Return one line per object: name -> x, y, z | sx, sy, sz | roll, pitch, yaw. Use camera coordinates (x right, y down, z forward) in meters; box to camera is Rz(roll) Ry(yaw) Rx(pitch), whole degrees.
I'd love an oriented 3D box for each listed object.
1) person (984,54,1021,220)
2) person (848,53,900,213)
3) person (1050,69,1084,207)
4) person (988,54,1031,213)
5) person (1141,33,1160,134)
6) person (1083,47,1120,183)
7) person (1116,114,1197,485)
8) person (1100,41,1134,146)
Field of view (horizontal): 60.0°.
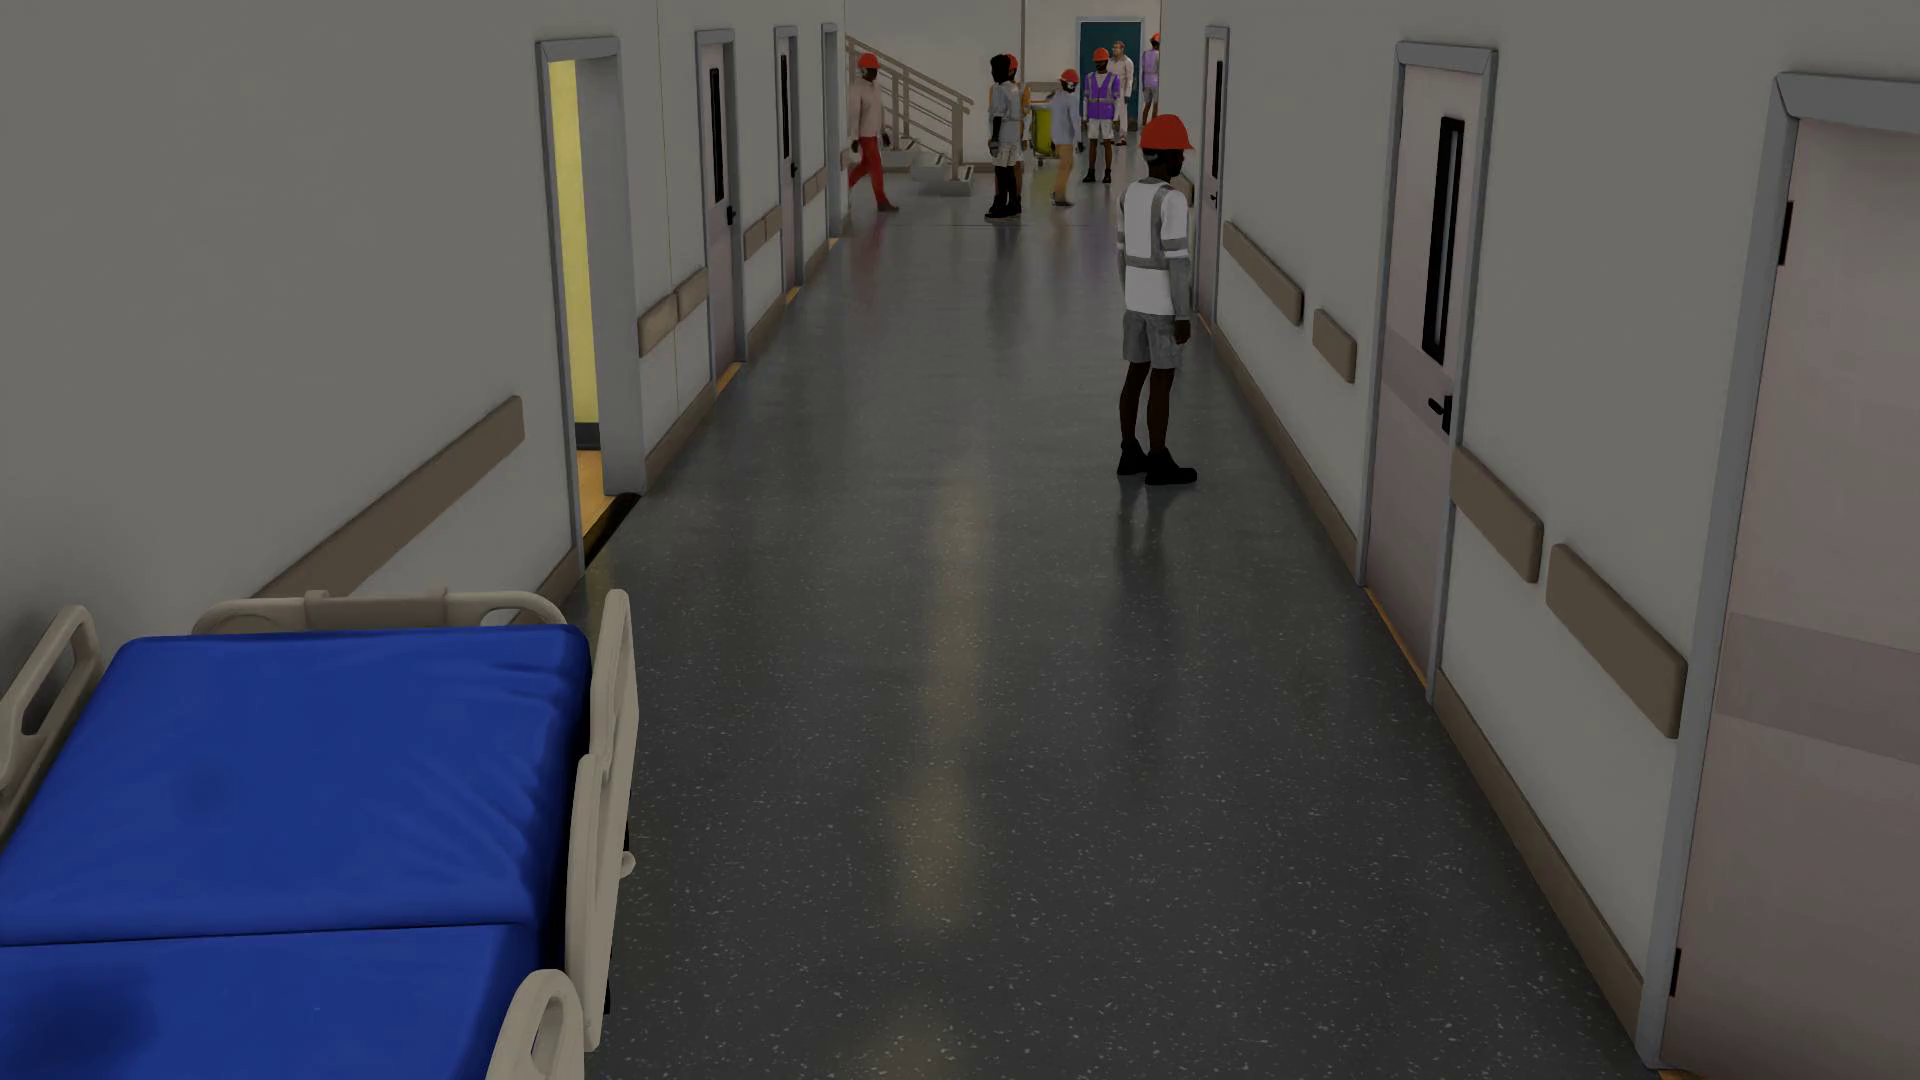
person -> 0.526, -4.866, 20.132 | 0.387, 1.954, 0.610 | 8, 19, 23
person -> -1.208, -5.122, 20.935 | 0.953, 1.962, 0.615 | 7, 19, 21
person -> 1.378, -5.177, 21.461 | 0.422, 1.736, 0.581 | -6, 19, -19
person -> 0.603, -5.067, 20.786 | 0.545, 1.939, 0.354 | 4, 18, 14
person -> 3.955, -9.242, 33.770 | 0.409, 2.028, 0.613 | -15, 23, -40
person -> 2.063, -6.227, 24.429 | 0.552, 1.937, 0.356 | 7, 19, 20
person -> 1.052, -1.261, 8.825 | 0.361, 1.940, 0.543 | -10, 20, -28
person -> 2.948, -8.411, 31.340 | 0.641, 1.913, 0.408 | 17, 24, 42
